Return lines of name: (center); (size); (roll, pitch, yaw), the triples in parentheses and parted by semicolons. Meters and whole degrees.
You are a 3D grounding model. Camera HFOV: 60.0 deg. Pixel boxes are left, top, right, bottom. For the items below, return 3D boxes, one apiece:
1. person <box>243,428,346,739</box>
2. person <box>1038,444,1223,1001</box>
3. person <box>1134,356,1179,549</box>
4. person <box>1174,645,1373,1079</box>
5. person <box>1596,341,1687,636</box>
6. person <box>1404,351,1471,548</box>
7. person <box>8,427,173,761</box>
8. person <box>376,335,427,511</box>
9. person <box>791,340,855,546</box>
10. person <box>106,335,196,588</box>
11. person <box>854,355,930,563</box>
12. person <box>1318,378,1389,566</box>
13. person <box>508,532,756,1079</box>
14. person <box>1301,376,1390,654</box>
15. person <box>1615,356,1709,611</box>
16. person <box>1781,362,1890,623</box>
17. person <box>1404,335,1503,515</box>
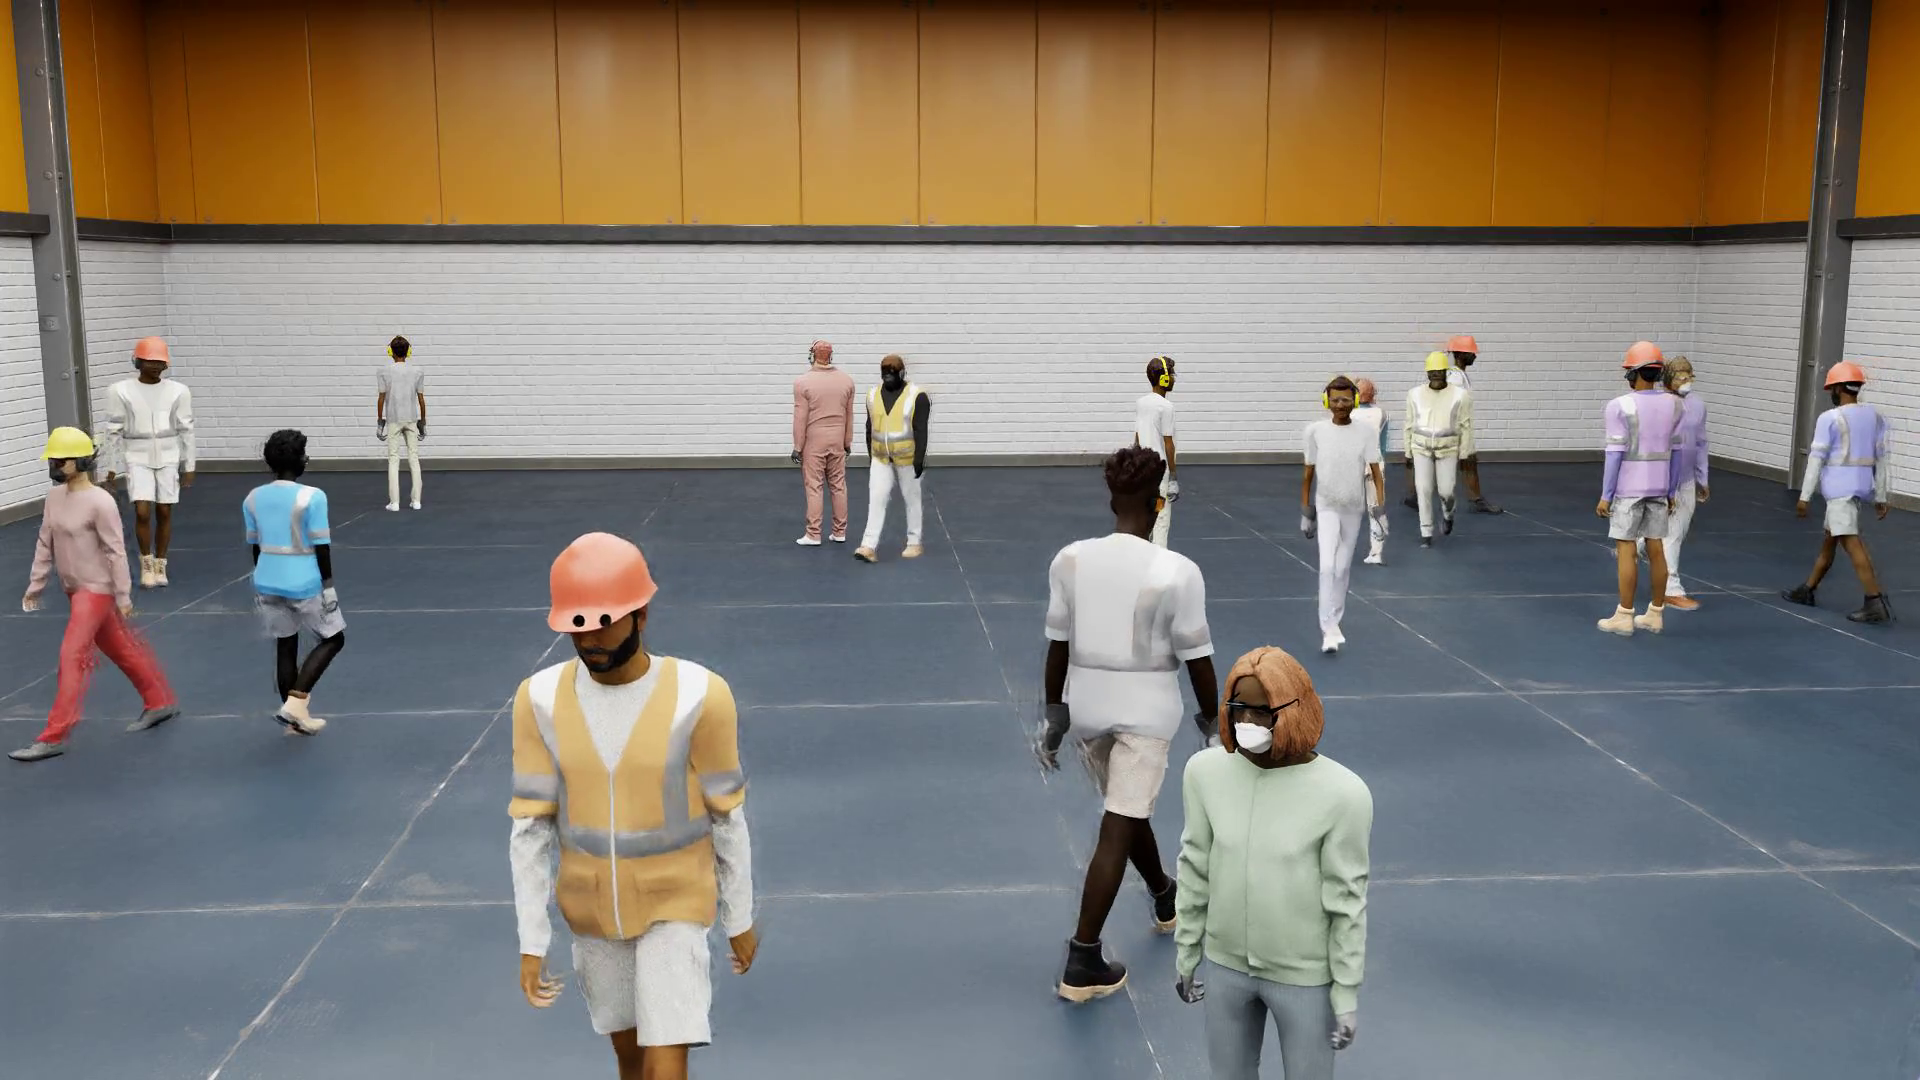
person: (-3.558, 0.245, 8.897); (0.550, 1.686, 0.369); (3, 10, 20)
person: (0.649, 0.610, 5.967); (0.643, 1.898, 1.051); (7, 12, 39)
person: (1.557, -0.496, 13.008); (0.329, 1.872, 0.511); (-5, 10, -27)
person: (0.743, 1.054, 4.038); (0.497, 1.629, 0.271); (6, 11, 35)
person: (4.711, -0.355, 11.580); (0.610, 2.043, 0.397); (-2, 9, -14)
person: (4.410, -0.841, 15.376); (0.596, 1.811, 0.574); (4, 10, 22)
person: (-4.615, 0.252, 8.799); (0.518, 1.720, 0.929); (7, 11, 36)
person: (-5.948, -1.237, 17.703); (0.516, 1.865, 0.330); (-5, 10, -30)
person: (-1.284, -0.896, 15.403); (0.649, 1.907, 0.409); (-7, 11, -37)
person: (-6.425, -0.610, 13.243); (0.655, 2.021, 0.583); (-6, 11, -34)
person: (-0.594, -0.694, 14.470); (0.649, 1.796, 0.936); (3, 10, 21)
person: (3.478, -0.606, 14.548); (0.518, 1.595, 0.840); (-2, 9, -13)
person: (-0.812, 0.927, 3.973); (0.554, 1.892, 0.903); (1, 9, 7)
person: (2.556, -0.156, 11.002); (0.546, 1.822, 0.914); (0, 9, 3)
person: (5.315, -0.451, 12.620); (0.644, 1.910, 0.811); (-4, 10, -25)
person: (6.481, -0.358, 12.182); (0.591, 1.875, 1.037); (-3, 10, -19)
person: (5.156, -1.201, 17.387); (0.998, 1.892, 0.562); (4, 10, 23)
